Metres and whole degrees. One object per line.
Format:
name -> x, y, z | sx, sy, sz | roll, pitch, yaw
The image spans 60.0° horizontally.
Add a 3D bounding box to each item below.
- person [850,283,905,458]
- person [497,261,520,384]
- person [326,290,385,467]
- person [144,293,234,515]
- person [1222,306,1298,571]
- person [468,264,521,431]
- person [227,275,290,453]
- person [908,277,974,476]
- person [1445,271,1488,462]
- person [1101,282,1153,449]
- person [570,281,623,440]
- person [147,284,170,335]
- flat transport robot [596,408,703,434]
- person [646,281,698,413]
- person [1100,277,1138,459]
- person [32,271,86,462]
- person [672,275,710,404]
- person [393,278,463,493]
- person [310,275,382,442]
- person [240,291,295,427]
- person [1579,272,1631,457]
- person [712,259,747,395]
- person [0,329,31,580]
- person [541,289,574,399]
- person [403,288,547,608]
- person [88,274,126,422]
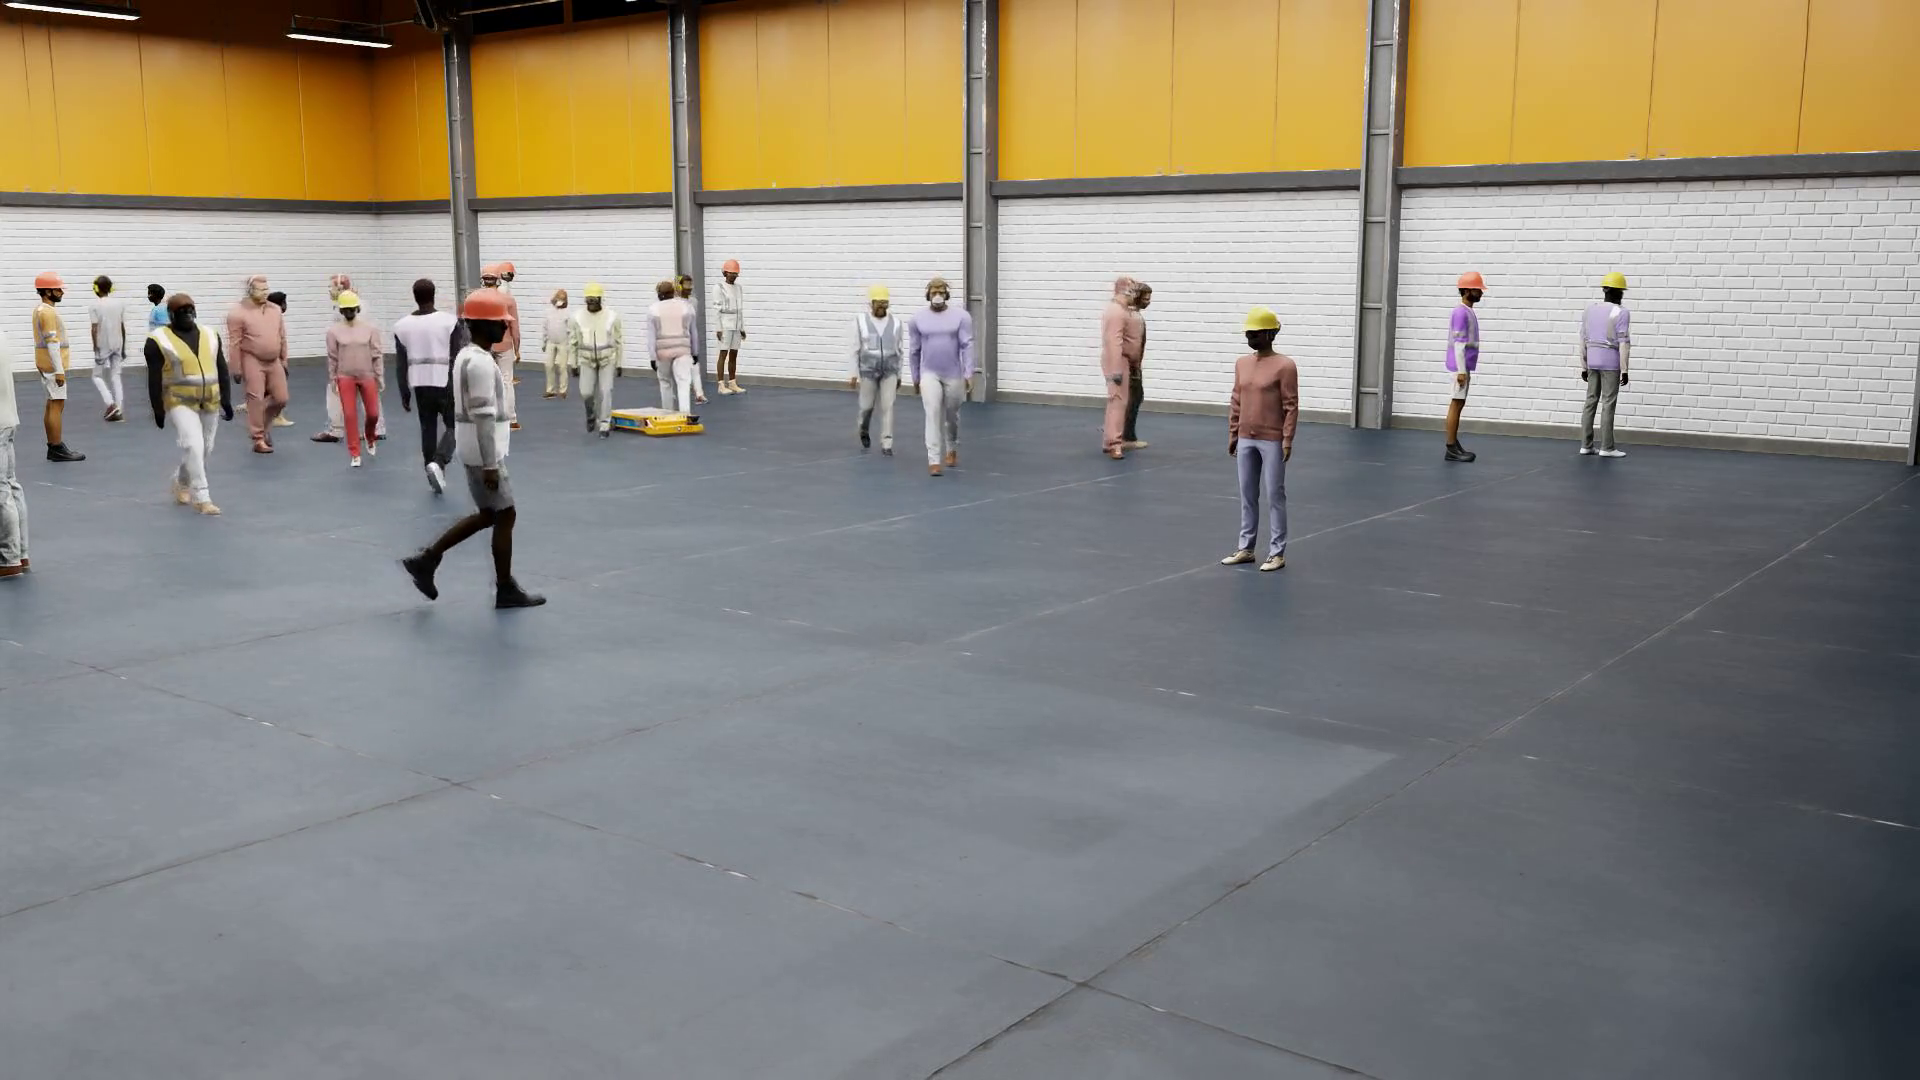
person -> -0.868, -1.781, 17.429 | 0.602, 1.817, 0.676 | -2, 10, -13
person -> -7.402, -3.544, 27.173 | 0.401, 1.989, 0.623 | -3, 10, -18
person -> -6.062, -1.627, 16.690 | 0.539, 1.750, 0.578 | -4, 10, -21
person -> -6.367, -1.132, 13.692 | 0.889, 1.805, 0.615 | 7, 12, 35
person -> 2.001, -0.670, 11.129 | 0.333, 1.758, 0.533 | -8, 13, -40
person -> -5.544, -2.279, 19.843 | 0.617, 1.997, 0.418 | -1, 10, -5
person -> -7.444, -1.865, 17.699 | 0.458, 1.888, 0.671 | 6, 11, 32
person -> -0.184, -1.602, 16.166 | 0.642, 1.908, 0.975 | 0, 10, 1
person -> 5.166, -1.773, 17.023 | 0.371, 1.939, 0.543 | 4, 11, 23
person -> 1.848, -1.873, 17.971 | 0.438, 1.810, 0.582 | -2, 10, -10
person -> -4.151, -2.052, 19.023 | 0.595, 1.817, 0.477 | -1, 10, -7
person -> -11.363, -2.793, 23.665 | 0.318, 1.695, 0.540 | -6, 11, -31
flat transport robot -> -3.728, -1.436, 19.908 | 0.652, 0.197, 1.431 | -8, 13, -39
person -> -3.508, -2.272, 20.369 | 0.644, 1.802, 0.933 | -3, 10, -15
person -> 1.670, -1.793, 17.391 | 0.390, 1.879, 0.847 | 0, 10, -2
person -> -9.241, -1.768, 16.997 | 0.354, 1.939, 0.544 | -7, 12, -36
person -> -3.914, -2.837, 23.598 | 0.551, 1.819, 0.992 | -9, 13, -43
person -> -4.641, -1.348, 14.647 | 0.636, 1.901, 0.716 | 1, 10, 3
person -> -6.985, -2.034, 18.739 | 0.862, 1.876, 0.653 | -1, 10, -7
person -> -8.473, -2.200, 20.285 | 0.600, 1.666, 0.540 | -2, 10, -14
person -> 6.746, -1.824, 17.363 | 0.377, 1.922, 0.594 | -5, 11, -28
person -> -3.451, -3.207, 25.094 | 0.392, 2.035, 0.605 | 7, 12, 34
person -> -6.295, -0.698, 10.766 | 0.355, 1.937, 0.634 | -3, 10, -17
person -> -5.824, -2.837, 24.176 | 0.539, 1.610, 0.361 | 2, 10, 12
person -> -2.882, -0.519, 9.802 | 0.719, 1.915, 0.549 | -4, 11, -22
person -> -10.751, -2.414, 20.993 | 0.400, 1.854, 0.518 | 7, 12, 34
